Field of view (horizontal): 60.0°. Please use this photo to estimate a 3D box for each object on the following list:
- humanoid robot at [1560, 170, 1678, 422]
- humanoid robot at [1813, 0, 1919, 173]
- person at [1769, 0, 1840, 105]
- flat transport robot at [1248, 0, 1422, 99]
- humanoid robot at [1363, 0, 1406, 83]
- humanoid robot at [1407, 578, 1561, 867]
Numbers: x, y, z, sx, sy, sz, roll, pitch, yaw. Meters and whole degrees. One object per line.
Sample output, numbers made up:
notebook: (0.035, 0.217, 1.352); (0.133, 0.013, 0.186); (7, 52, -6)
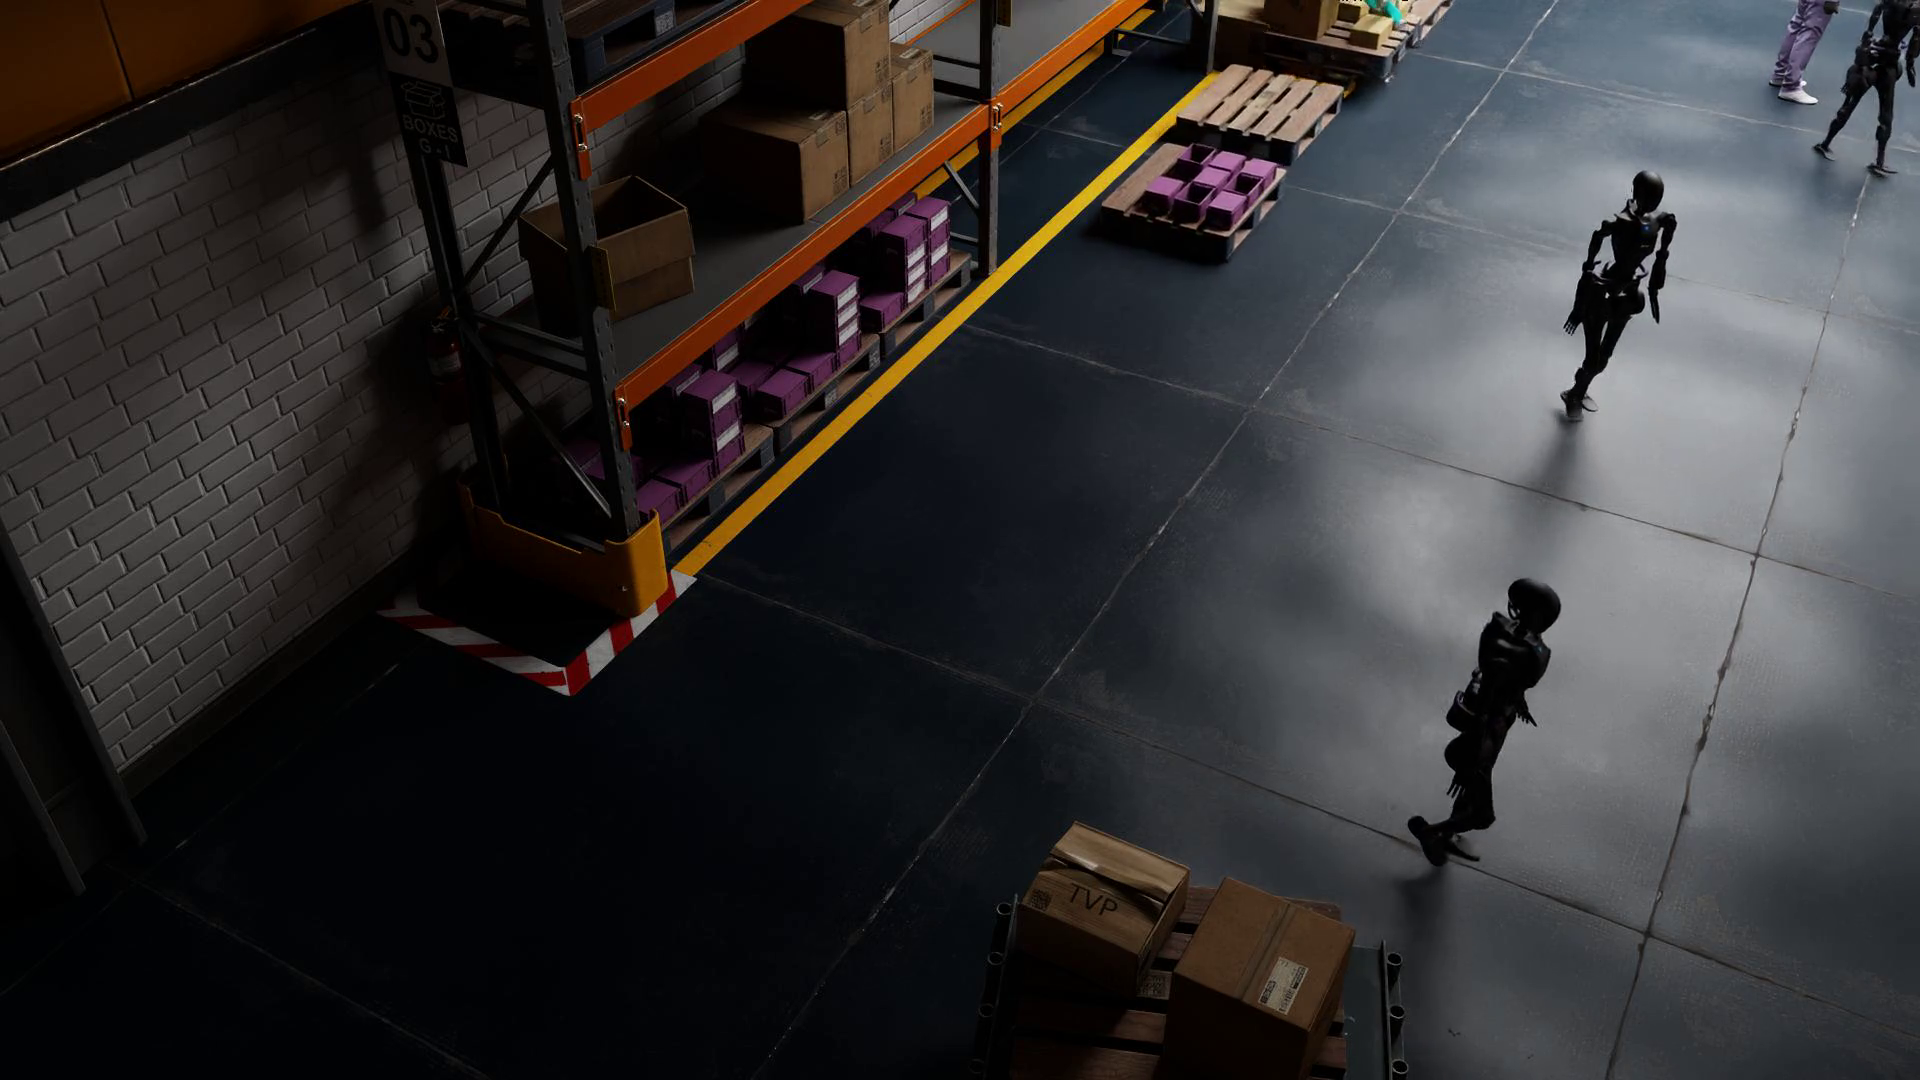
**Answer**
humanoid robot: (3.913, -1.464, 9.930); (0.589, 1.643, 0.425); (-9, 40, -11)
humanoid robot: (7.012, -3.586, 12.587); (0.599, 1.634, 0.690); (-11, 40, -14)
person: (7.102, -4.550, 13.599); (0.404, 1.904, 0.646); (6, 39, 8)
flat transport robot: (3.279, -4.237, 14.516); (0.659, 0.231, 1.431); (19, 42, 22)
humanoid robot: (3.543, -4.707, 13.938); (0.791, 1.793, 0.530); (-24, 45, -27)
humanoid robot: (2.254, 0.781, 7.121); (0.359, 1.646, 0.608); (25, 45, 28)
